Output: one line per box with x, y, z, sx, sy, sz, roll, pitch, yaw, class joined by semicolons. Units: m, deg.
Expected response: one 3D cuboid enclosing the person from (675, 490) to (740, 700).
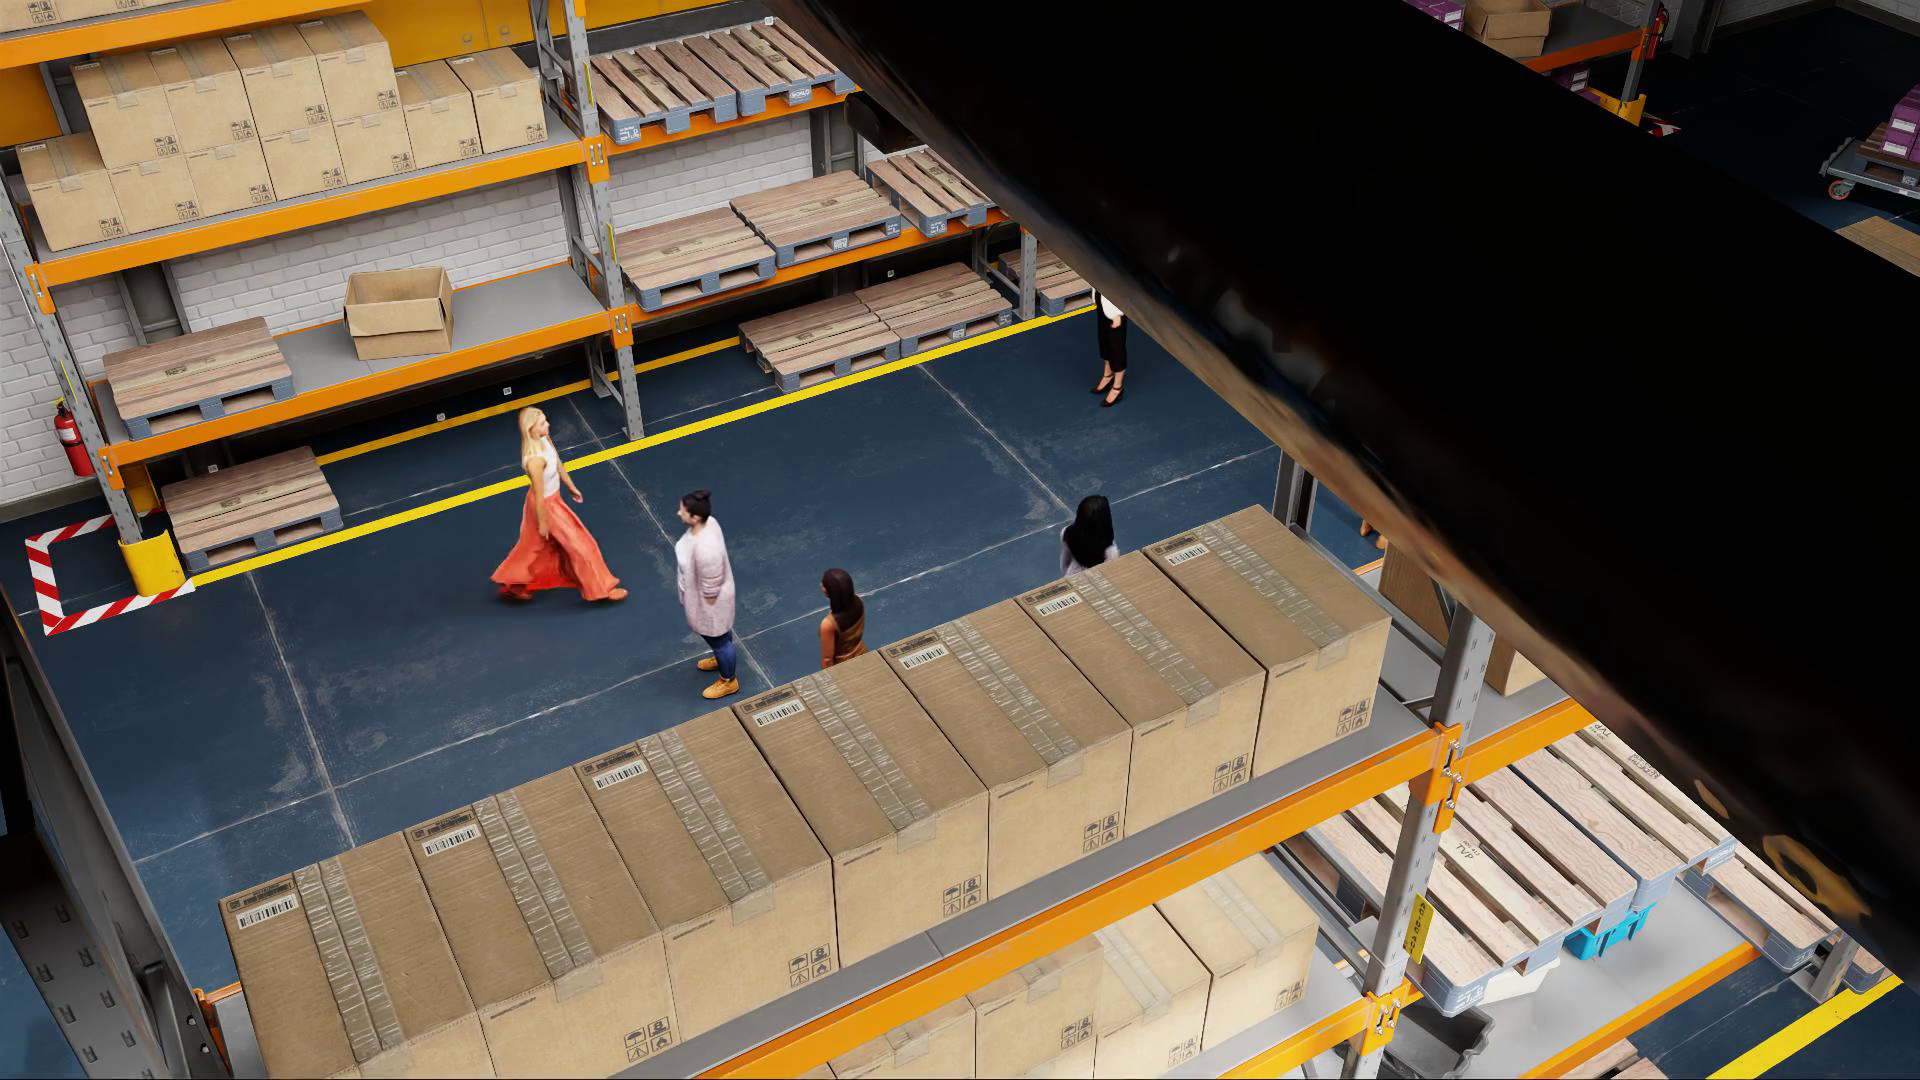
-1.730;0.348;11.510;0.742;1.743;0.770;-7;39;-8;person

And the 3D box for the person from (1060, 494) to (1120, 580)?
0.813;0.442;11.411;0.917;1.720;1.097;21;43;25;person

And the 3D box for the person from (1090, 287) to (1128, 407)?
1.307;-2.006;14.366;0.562;1.858;0.630;-14;41;-17;person

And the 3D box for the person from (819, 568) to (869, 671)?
-0.747;0.855;10.923;0.699;1.683;0.593;21;43;24;person

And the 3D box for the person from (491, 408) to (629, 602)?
-3.115;-0.213;12.202;1.301;1.757;0.946;-5;39;-7;person
